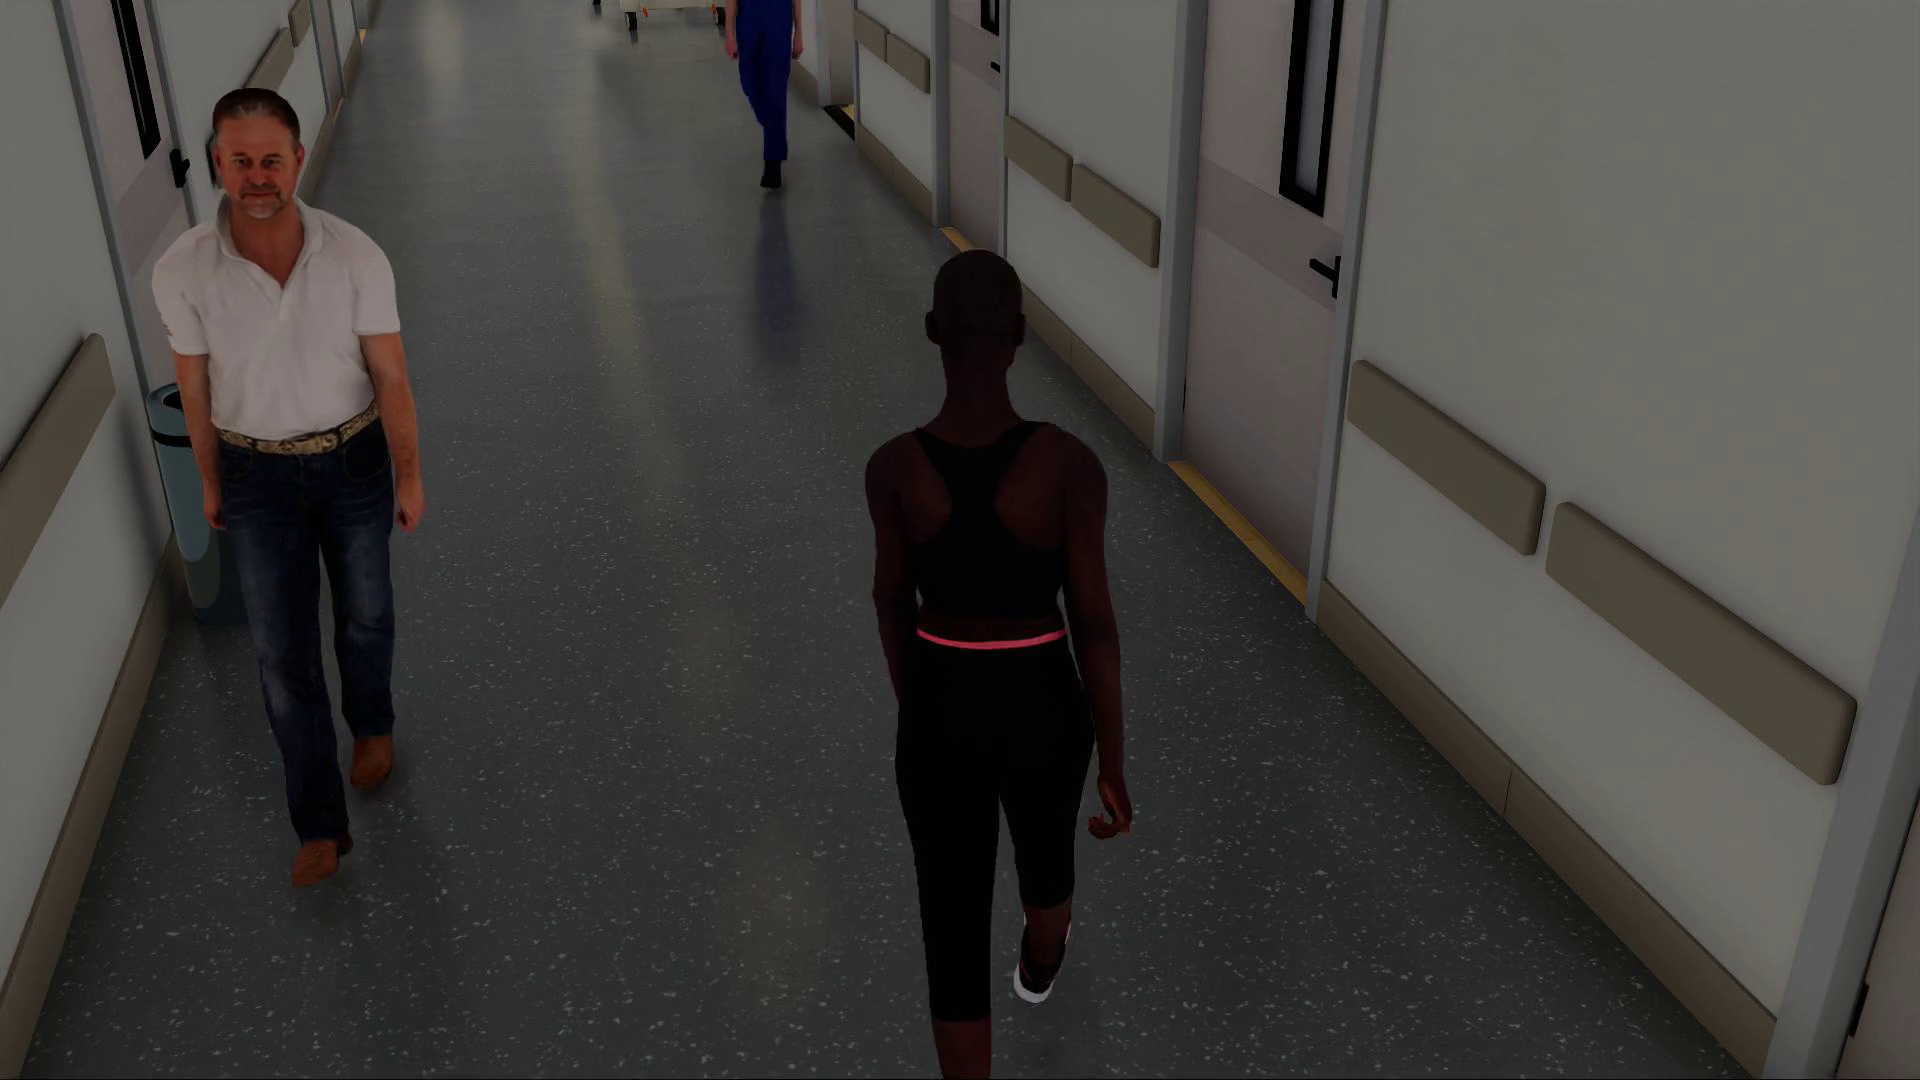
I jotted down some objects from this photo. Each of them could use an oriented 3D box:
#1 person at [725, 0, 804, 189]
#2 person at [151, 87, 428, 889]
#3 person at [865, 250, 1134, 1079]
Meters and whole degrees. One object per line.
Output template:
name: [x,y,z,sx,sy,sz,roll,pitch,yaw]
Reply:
person: [-1.178,-3.104,10.078,1.237,1.822,0.954,1,26,2]
person: [-1.564,-0.186,4.032,0.991,1.817,0.727,-6,26,-12]
person: [0.037,0.413,2.895,1.117,1.726,0.937,4,26,8]
